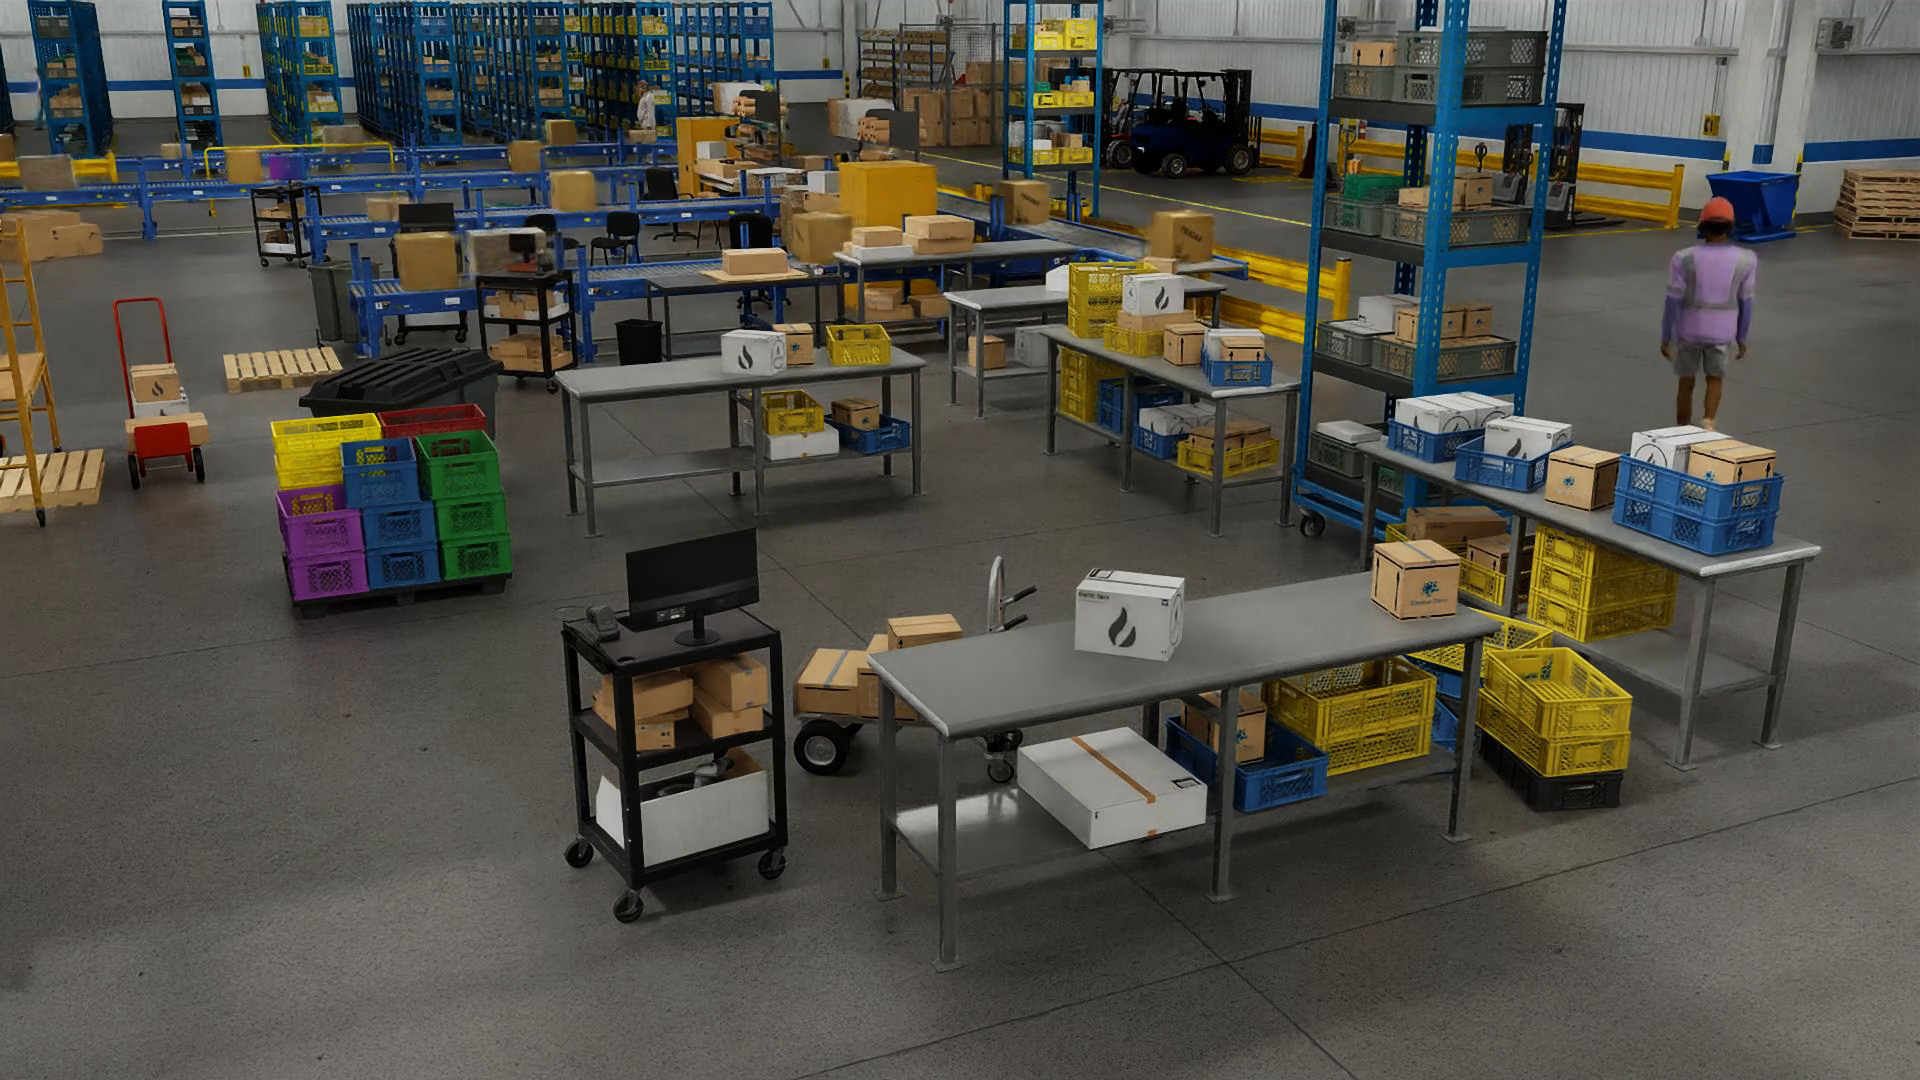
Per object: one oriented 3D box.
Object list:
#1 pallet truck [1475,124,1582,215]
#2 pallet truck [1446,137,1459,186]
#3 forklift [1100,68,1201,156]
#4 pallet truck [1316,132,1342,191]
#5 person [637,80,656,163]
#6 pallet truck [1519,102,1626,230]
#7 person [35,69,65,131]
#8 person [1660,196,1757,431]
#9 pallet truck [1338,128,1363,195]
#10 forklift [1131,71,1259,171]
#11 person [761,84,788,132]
[{"bbox_3d":[9.707,-6.455,28.103,1.885,1.965,0.823,-7,19,-20],"label":"pallet truck"},{"bbox_3d":[9.184,-6.485,29.328,1.630,1.274,0.653,-8,19,-23],"label":"pallet truck"},{"bbox_3d":[4.082,-9.564,37.410,2.680,1.987,1.157,-8,19,-23],"label":"forklift"},{"bbox_3d":[7.723,-7.504,32.656,1.601,1.201,0.680,-8,19,-23],"label":"pallet truck"},{"bbox_3d":[-7.035,-9.339,37.338,0.404,1.908,0.636,-6,18,-17],"label":"person"},{"bbox_3d":[9.972,-6.037,26.785,1.885,1.965,0.823,-9,20,-25],"label":"pallet truck"},{"bbox_3d":[-26.822,-12.948,48.886,1.004,1.795,0.573,-8,19,-23],"label":"person"},{"bbox_3d":[5.697,-1.597,12.739,0.629,2.033,0.447,5,18,16],"label":"person"},{"bbox_3d":[7.845,-7.140,31.411,1.522,1.261,0.704,-9,20,-25],"label":"pallet truck"},{"bbox_3d":[4.998,-8.936,35.413,2.680,1.987,1.157,-9,20,-25],"label":"forklift"},{"bbox_3d":[-4.261,-9.643,38.502,0.741,1.795,0.406,-9,20,-25],"label":"person"}]
